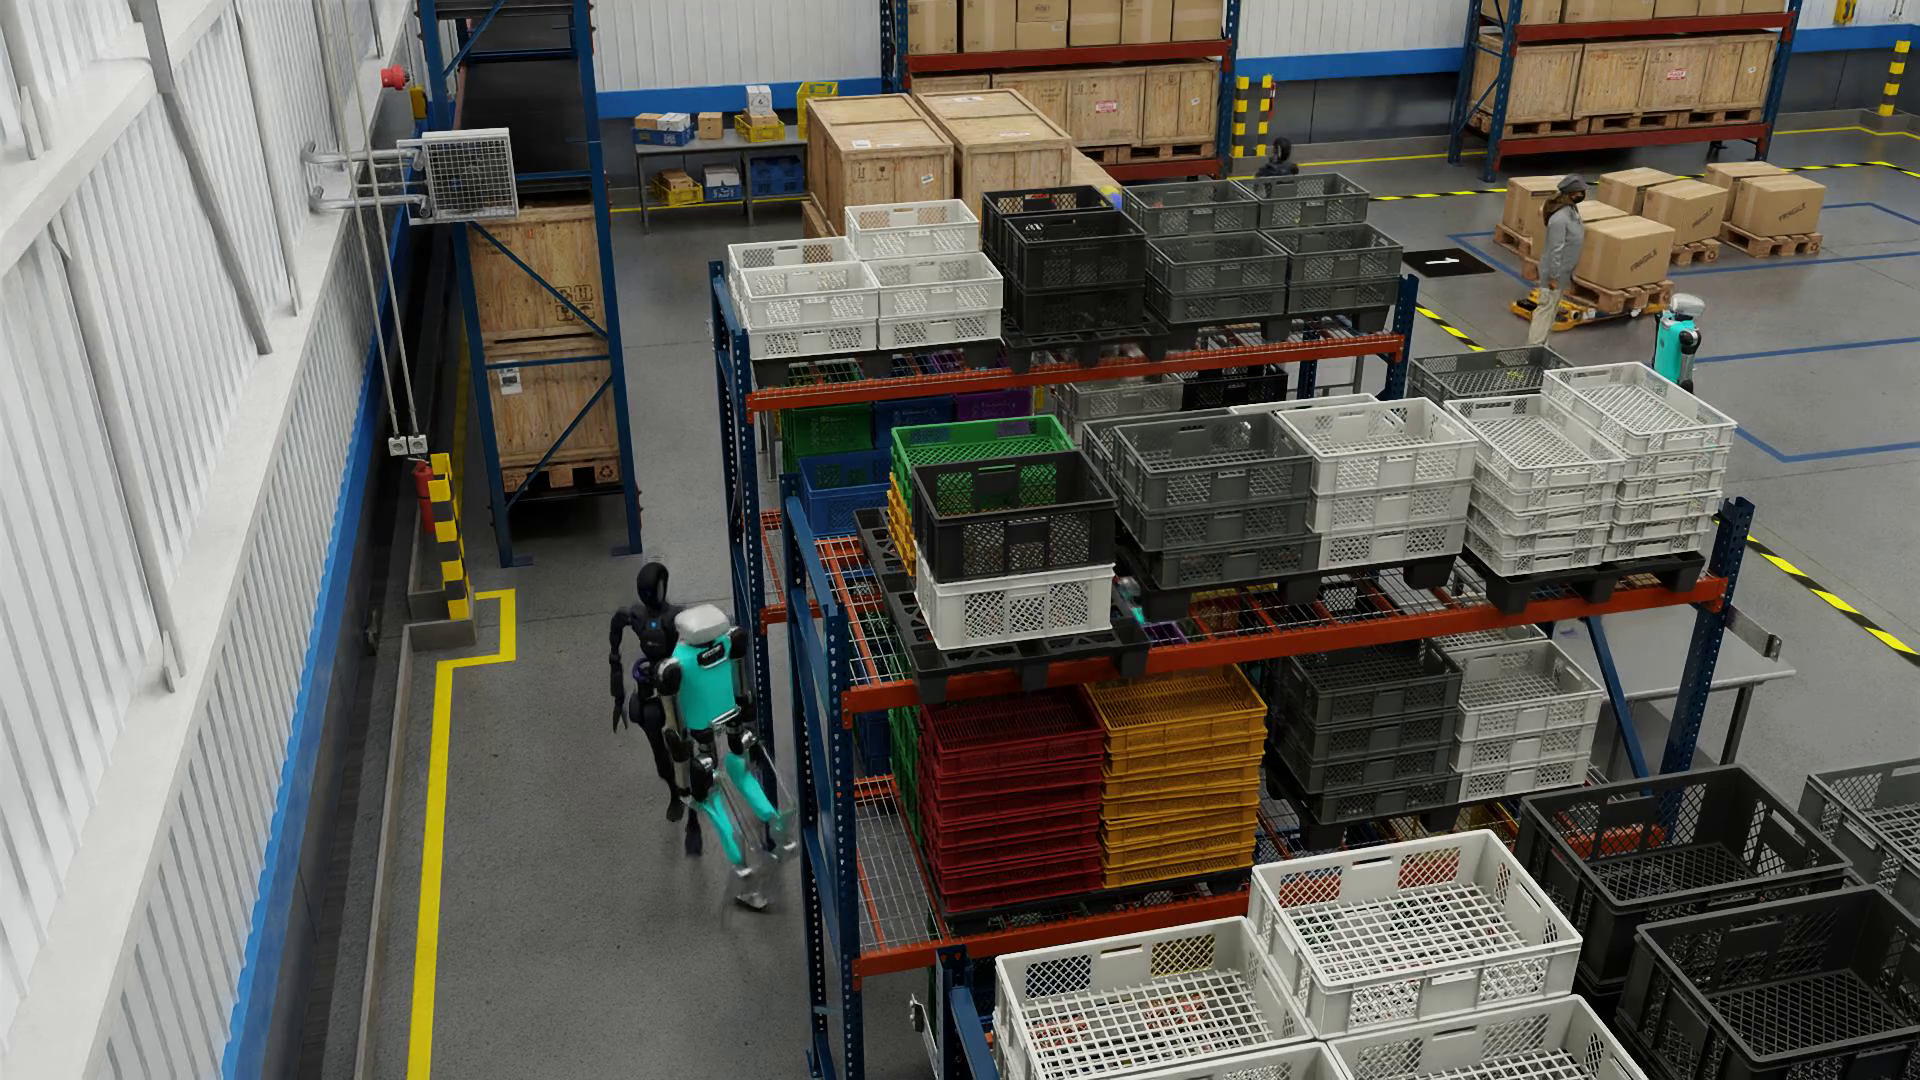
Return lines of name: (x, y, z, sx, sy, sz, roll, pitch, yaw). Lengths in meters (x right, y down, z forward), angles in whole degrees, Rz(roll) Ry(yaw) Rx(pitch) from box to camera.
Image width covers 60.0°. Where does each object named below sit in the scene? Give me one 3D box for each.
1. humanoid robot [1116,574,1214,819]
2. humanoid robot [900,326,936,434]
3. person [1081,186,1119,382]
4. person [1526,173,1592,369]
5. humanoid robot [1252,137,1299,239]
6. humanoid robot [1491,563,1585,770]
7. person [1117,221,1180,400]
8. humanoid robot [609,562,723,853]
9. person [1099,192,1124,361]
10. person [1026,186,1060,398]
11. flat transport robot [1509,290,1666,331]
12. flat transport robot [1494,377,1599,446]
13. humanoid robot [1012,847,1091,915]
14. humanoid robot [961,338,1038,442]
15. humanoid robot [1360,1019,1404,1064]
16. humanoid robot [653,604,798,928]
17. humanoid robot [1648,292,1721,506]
humanoid robot: (1.166, 0.890, 8.813, 1.032, 1.740, 0.588, -11, 30, -20)
humanoid robot: (-0.299, -1.075, 12.589, 0.424, 1.645, 0.584, -9, 29, -16)
person: (1.259, -2.196, 14.535, 0.591, 1.832, 0.404, 5, 28, 9)
person: (5.398, -2.449, 15.081, 0.397, 1.769, 0.572, 15, 31, 26)
humanoid robot: (3.080, -3.239, 16.687, 0.608, 1.645, 0.420, -14, 31, -24)
humanoid robot: (3.247, 0.627, 9.359, 0.608, 1.640, 0.398, -1, 28, -2)
person: (1.508, -1.648, 13.297, 0.623, 2.031, 0.421, -18, 33, -31)
humanoid robot: (-1.586, 0.877, 8.882, 0.609, 1.639, 0.621, 1, 28, 1)
person: (1.313, -1.997, 14.057, 0.637, 1.920, 0.462, 0, 28, 1)
person: (0.708, -2.121, 14.339, 0.582, 1.882, 0.350, 0, 28, -1)
flat transport robot: (6.247, -2.376, 16.524, 1.431, 0.197, 0.652, -13, 30, -23)
flat transport robot: (4.780, -1.036, 14.013, 0.659, 0.231, 1.431, -6, 28, -12)
humanoid robot: (0.464, 1.215, 8.029, 0.735, 1.671, 0.533, 3, 28, 6)
humanoid robot: (0.300, -0.504, 11.319, 0.530, 1.692, 0.737, -4, 28, -7)
humanoid robot: (1.598, 2.405, 5.940, 0.810, 1.801, 0.540, -6, 28, -11)
humanoid robot: (-1.081, 1.219, 8.216, 0.658, 1.849, 0.545, 23, 35, 36)
humanoid robot: (5.402, -1.007, 12.239, 0.735, 1.675, 0.533, -2, 28, -3)
